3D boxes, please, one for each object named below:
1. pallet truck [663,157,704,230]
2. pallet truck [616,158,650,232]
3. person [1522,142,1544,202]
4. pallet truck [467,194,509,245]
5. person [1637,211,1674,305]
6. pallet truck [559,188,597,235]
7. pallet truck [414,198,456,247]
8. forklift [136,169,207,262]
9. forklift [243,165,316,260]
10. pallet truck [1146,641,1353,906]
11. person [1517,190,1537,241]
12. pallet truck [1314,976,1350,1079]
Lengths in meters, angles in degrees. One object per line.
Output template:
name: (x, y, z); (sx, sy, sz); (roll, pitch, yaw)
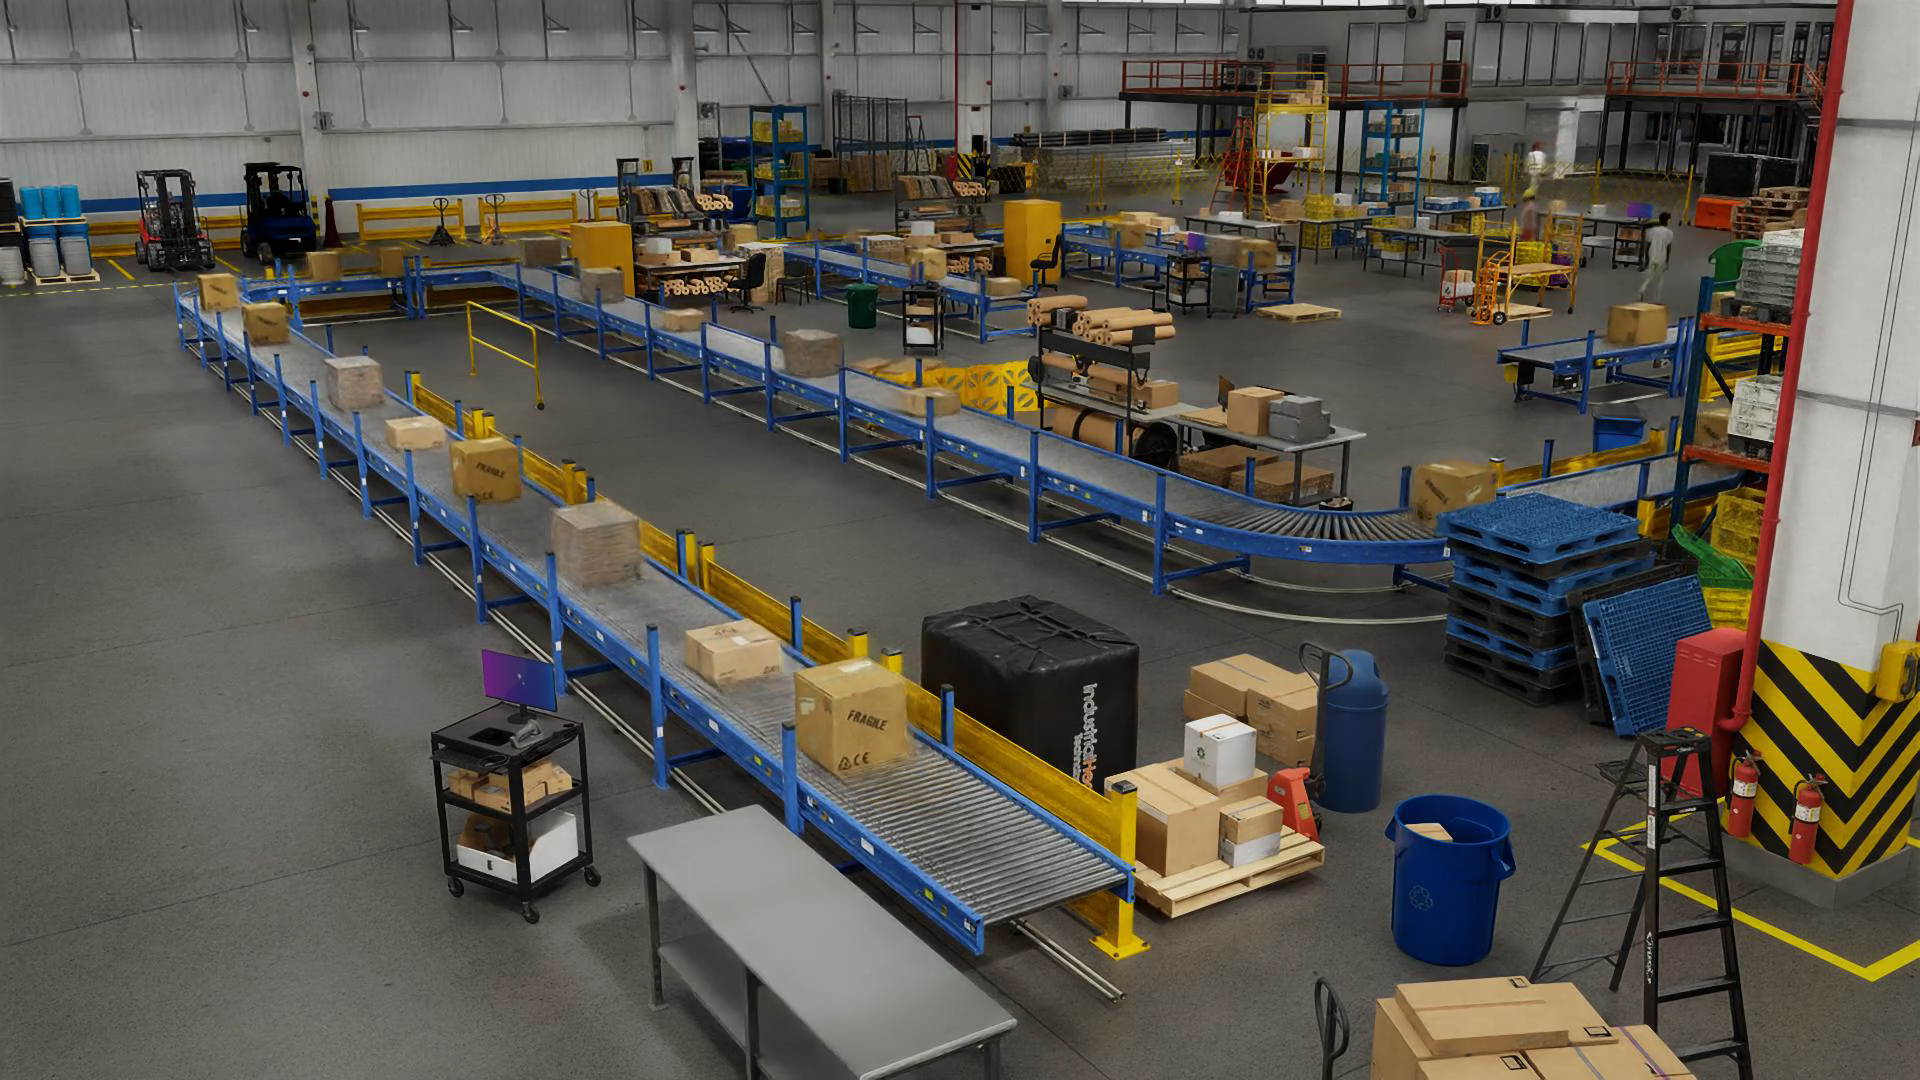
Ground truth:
pallet truck: (-7.586, -9.308, 44.692); (0.823, 1.965, 1.885); (-11, 20, -33)
pallet truck: (-8.918, -9.176, 44.255); (0.823, 1.965, 1.885); (-9, 19, -27)
person: (18.256, -11.752, 53.095); (0.575, 1.840, 0.925); (-7, 18, -22)
pallet truck: (-11.983, -8.177, 42.137); (0.704, 1.261, 1.522); (-11, 20, -33)
person: (13.279, -5.339, 31.742); (0.649, 1.850, 0.527); (-13, 21, -37)
pallet truck: (-10.010, -8.652, 43.699); (0.653, 1.274, 1.630); (-10, 20, -31)
pallet truck: (-13.250, -8.060, 41.856); (0.680, 1.201, 1.601); (-10, 20, -31)
forklift: (-17.842, -7.318, 37.559); (1.157, 1.987, 2.680); (-10, 20, -31)
forklift: (-15.898, -7.669, 38.708); (1.157, 1.987, 2.680); (-11, 20, -33)
pallet truck: (1.664, 1.407, 10.232); (1.630, 1.274, 0.653); (-10, 20, -31)
person: (12.748, -6.983, 37.384); (0.407, 1.752, 0.530); (11, 20, 33)
pallet truck: (2.299, 2.390, 7.086); (1.601, 1.201, 0.680); (-2, 17, -7)
